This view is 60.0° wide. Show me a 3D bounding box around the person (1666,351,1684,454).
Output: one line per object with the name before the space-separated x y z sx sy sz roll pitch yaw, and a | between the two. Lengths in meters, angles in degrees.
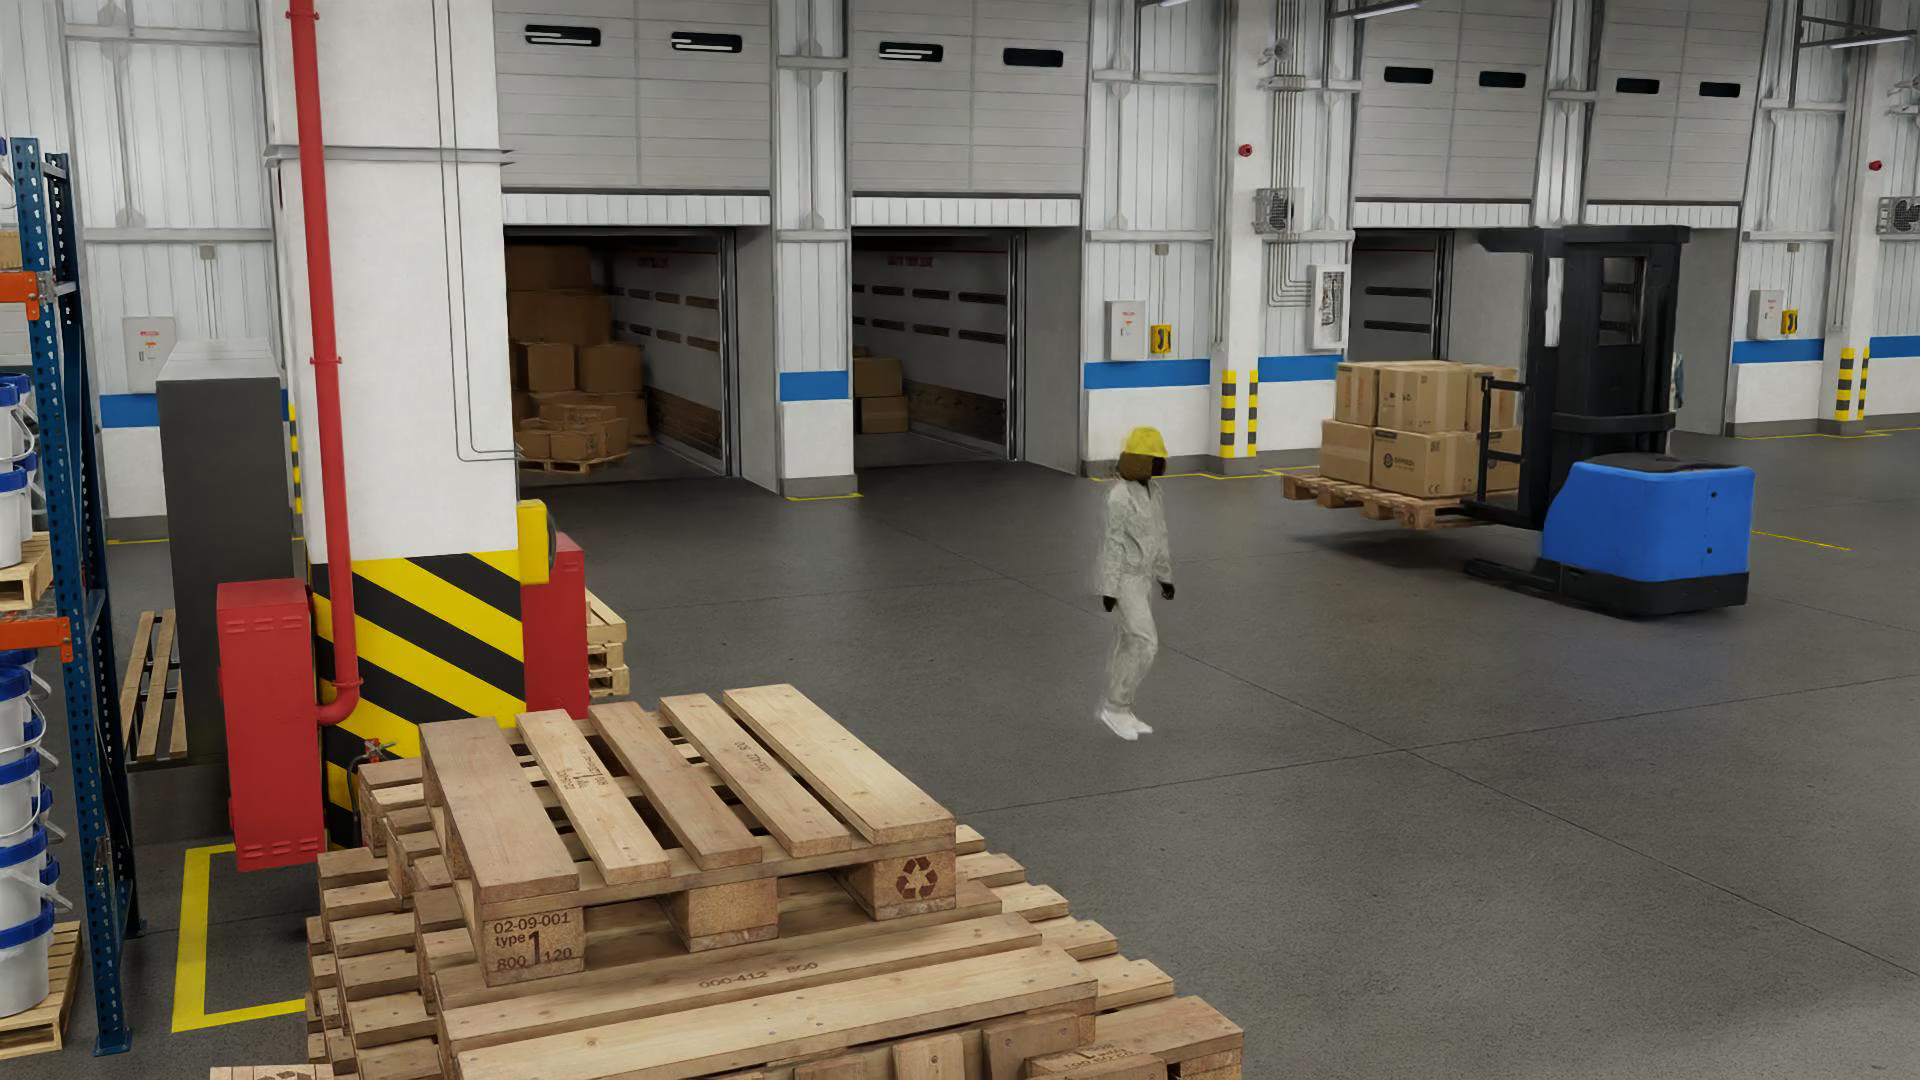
person | 8.583 -1.777 20.466 0.546 1.616 0.596 2 10 9

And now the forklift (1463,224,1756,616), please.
forklift | 4.938 -0.970 12.534 1.129 2.768 1.873 -4 11 -23

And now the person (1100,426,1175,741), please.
person | 0.962 0.236 9.074 0.418 1.730 0.501 6 12 29
